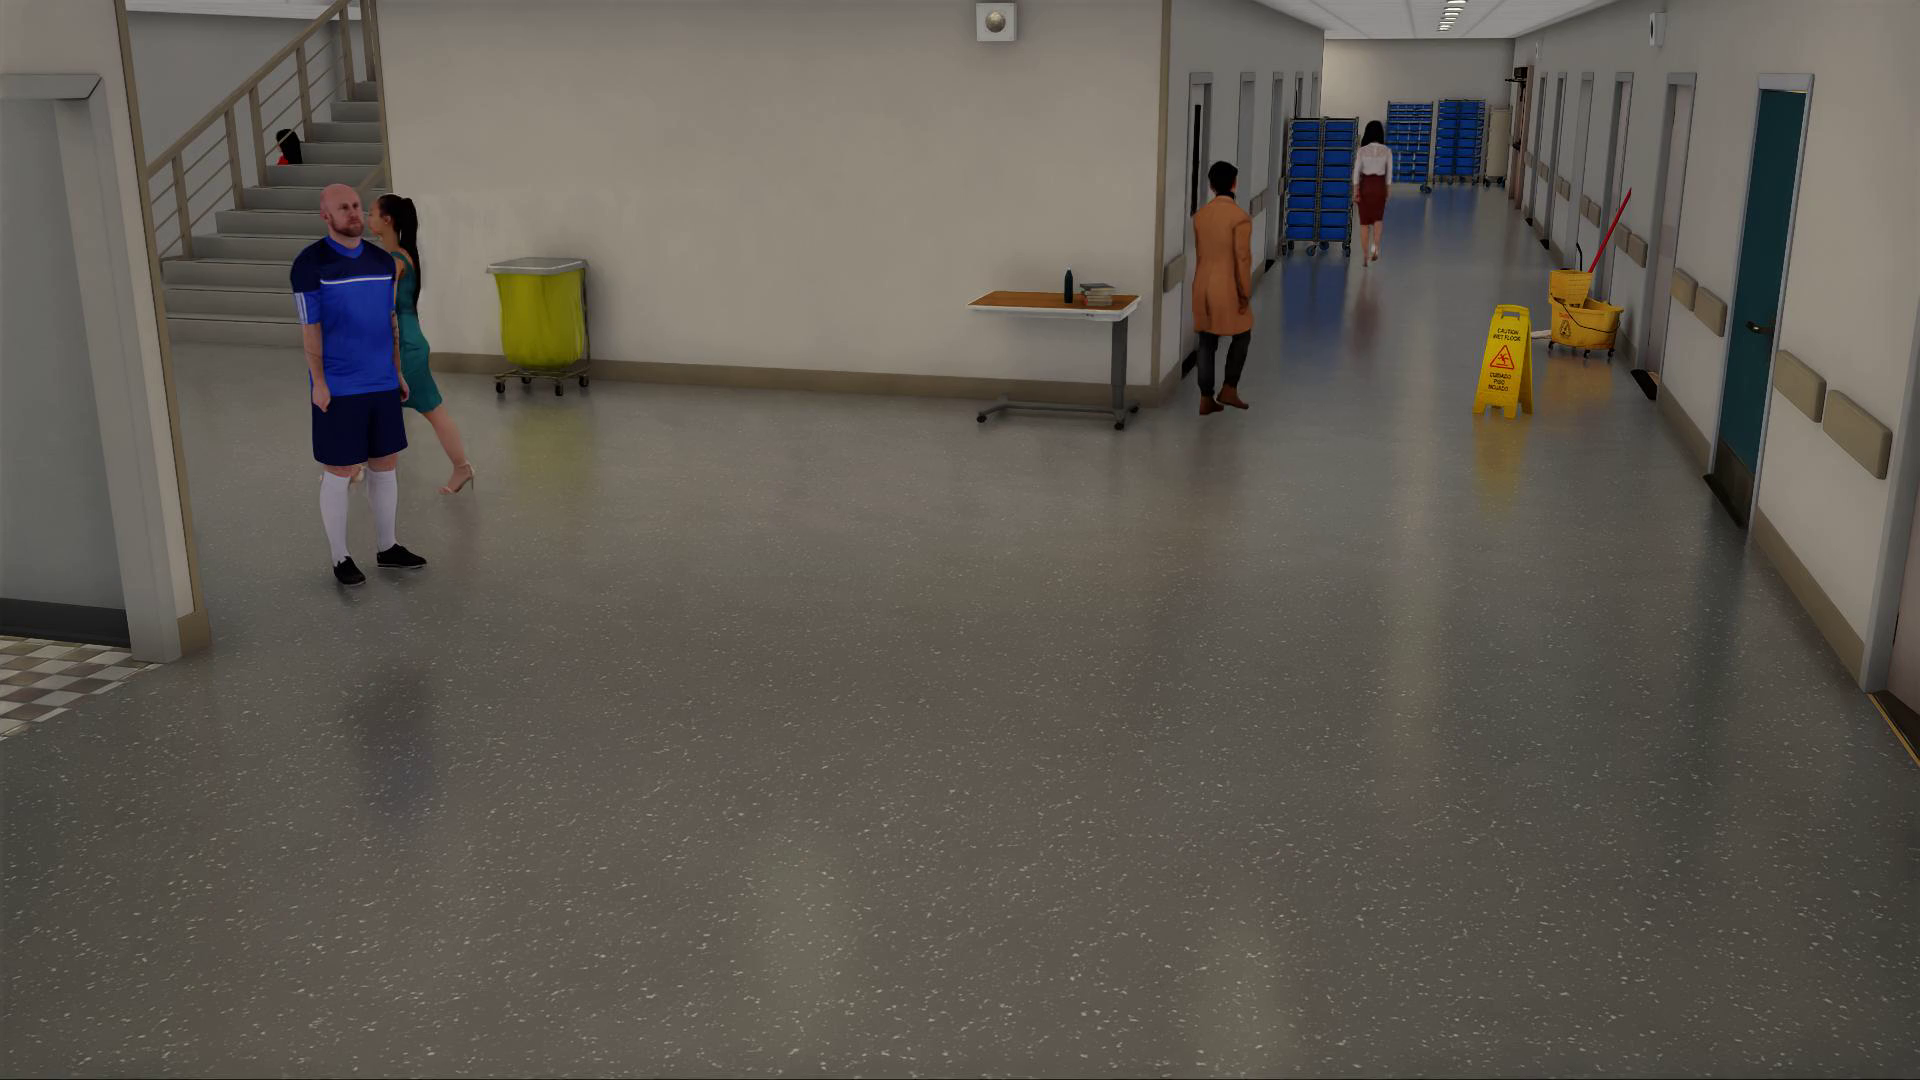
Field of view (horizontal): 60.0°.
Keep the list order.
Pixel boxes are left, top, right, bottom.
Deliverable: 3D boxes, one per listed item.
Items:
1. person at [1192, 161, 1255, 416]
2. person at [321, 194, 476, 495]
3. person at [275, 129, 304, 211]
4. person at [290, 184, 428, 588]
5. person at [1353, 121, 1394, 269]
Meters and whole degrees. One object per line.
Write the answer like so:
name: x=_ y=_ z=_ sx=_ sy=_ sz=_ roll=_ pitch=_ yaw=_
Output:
person: x=1.704 y=-1.687 z=11.307 sx=0.792 sy=1.699 sz=0.840 roll=14 pitch=21 yaw=41
person: x=-2.945 y=-1.005 z=9.076 sx=1.006 sy=1.640 sz=1.025 roll=-6 pitch=17 yaw=-21
person: x=-6.910 y=-3.384 z=17.315 sx=0.695 sy=1.748 sz=0.568 roll=2 pitch=16 yaw=8
person: x=-2.805 y=-0.727 z=7.718 sx=0.800 sy=1.842 sz=0.636 roll=11 pitch=19 yaw=33
person: x=4.959 y=-4.132 z=19.977 sx=0.668 sy=1.742 sz=0.727 roll=2 pitch=16 yaw=6
